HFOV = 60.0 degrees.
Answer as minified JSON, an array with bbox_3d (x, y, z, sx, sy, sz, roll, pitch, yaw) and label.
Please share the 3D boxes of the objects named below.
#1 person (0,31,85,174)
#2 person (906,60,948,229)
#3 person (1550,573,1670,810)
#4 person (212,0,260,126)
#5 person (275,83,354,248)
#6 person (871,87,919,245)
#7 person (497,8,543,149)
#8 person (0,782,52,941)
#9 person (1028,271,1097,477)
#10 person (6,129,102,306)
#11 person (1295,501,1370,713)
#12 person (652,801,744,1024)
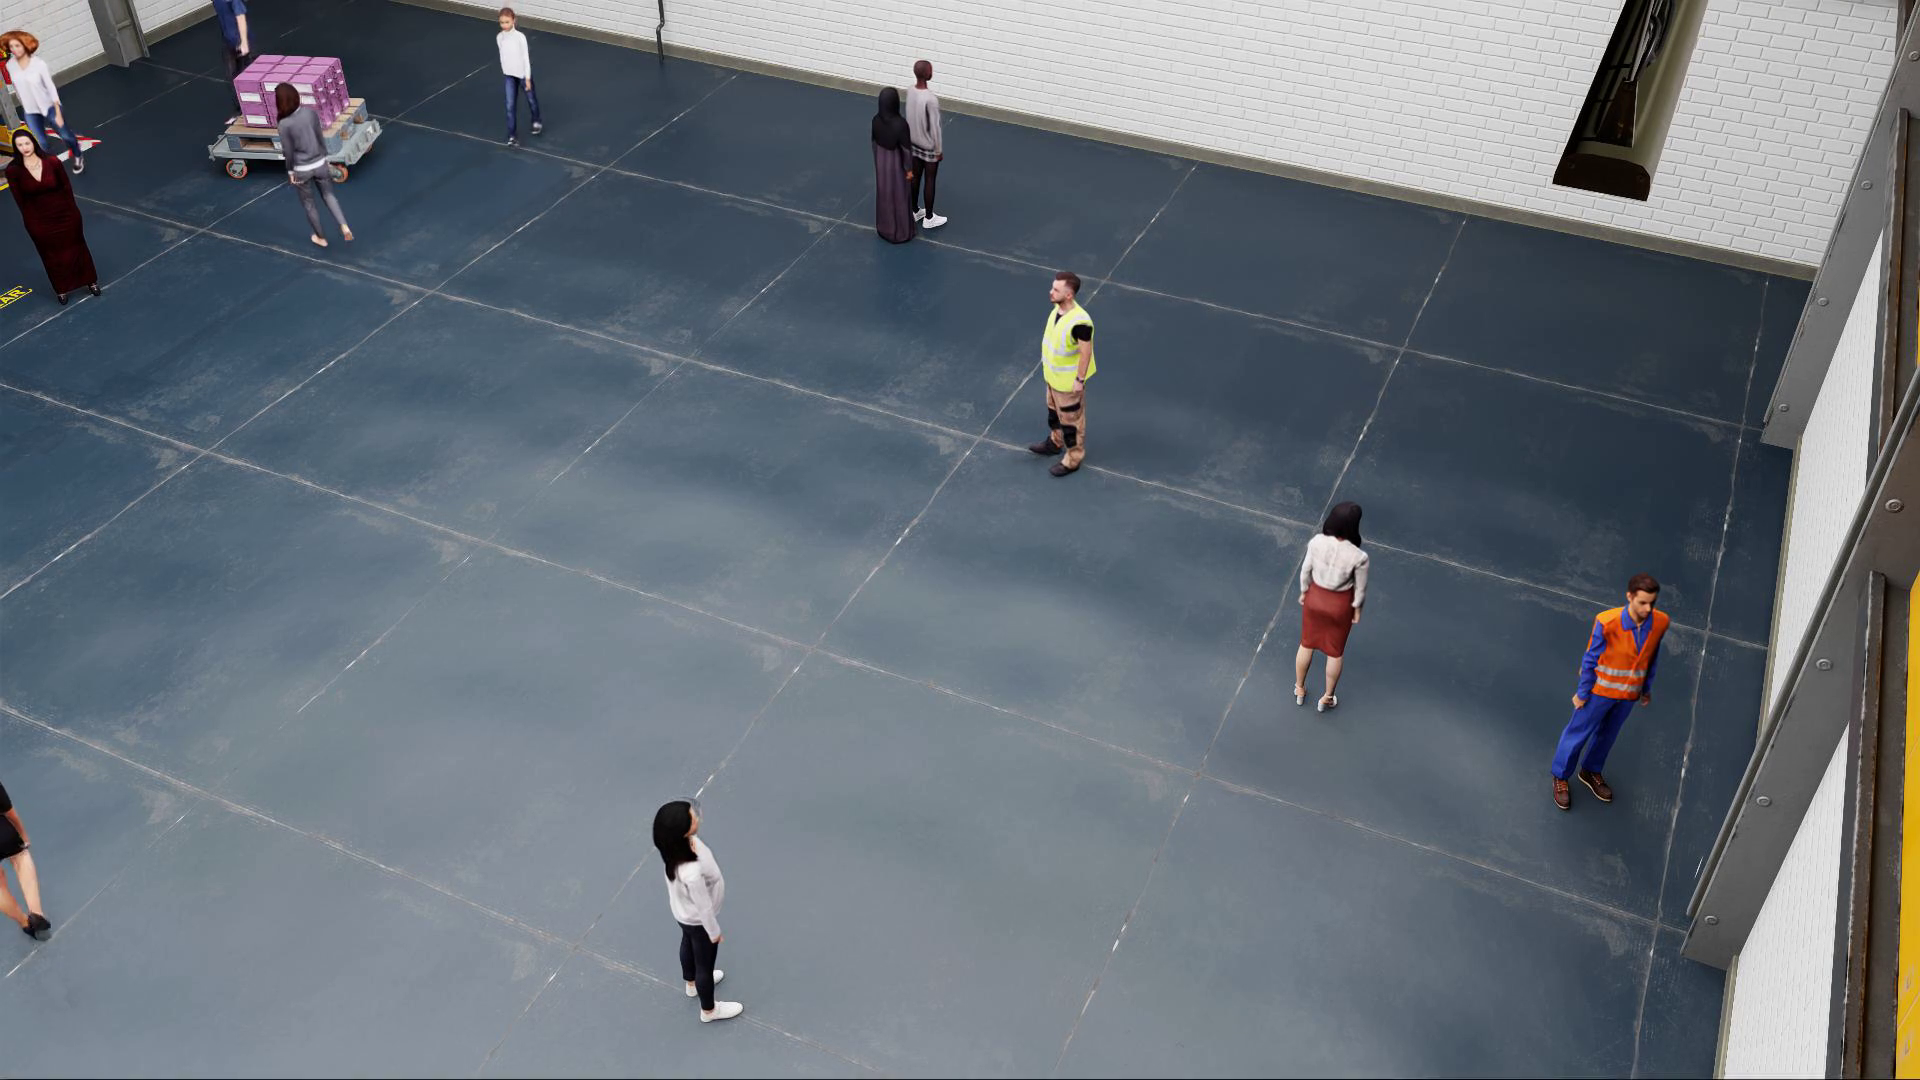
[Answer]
[{"bbox_3d":[-9.807,-4.660,17.850,0.996,1.678,1.219,-2,39,-3],"label":"person"},{"bbox_3d":[-0.377,-4.067,17.032,0.655,1.771,0.687,-30,48,-32],"label":"person"},{"bbox_3d":[4.179,0.950,10.676,0.784,1.864,0.808,-7,39,-8],"label":"person"},{"bbox_3d":[-8.192,-5.732,19.066,0.726,1.834,1.168,19,42,22],"label":"person"},{"bbox_3d":[-6.445,-3.707,16.590,0.818,1.761,0.856,29,47,31],"label":"person"},{"bbox_3d":[-0.687,-3.808,16.834,0.631,1.615,0.622,22,44,25],"label":"person"},{"bbox_3d":[-4.930,-5.243,18.714,0.810,1.510,1.137,1,39,2],"label":"person"},{"bbox_3d":[-5.694,1.818,9.749,0.703,1.665,0.765,-21,43,-24],"label":"person"},{"bbox_3d":[0.860,-1.385,13.615,0.905,1.845,0.849,-14,41,-17],"label":"person"},{"bbox_3d":[-8.646,-3.090,15.820,0.730,1.757,0.827,-22,43,-25],"label":"person"},{"bbox_3d":[2.525,0.459,11.383,0.616,1.749,0.527,19,43,23],"label":"person"},{"bbox_3d":[-1.505,2.080,9.392,0.743,1.701,0.713,-20,43,-23],"label":"person"}]
